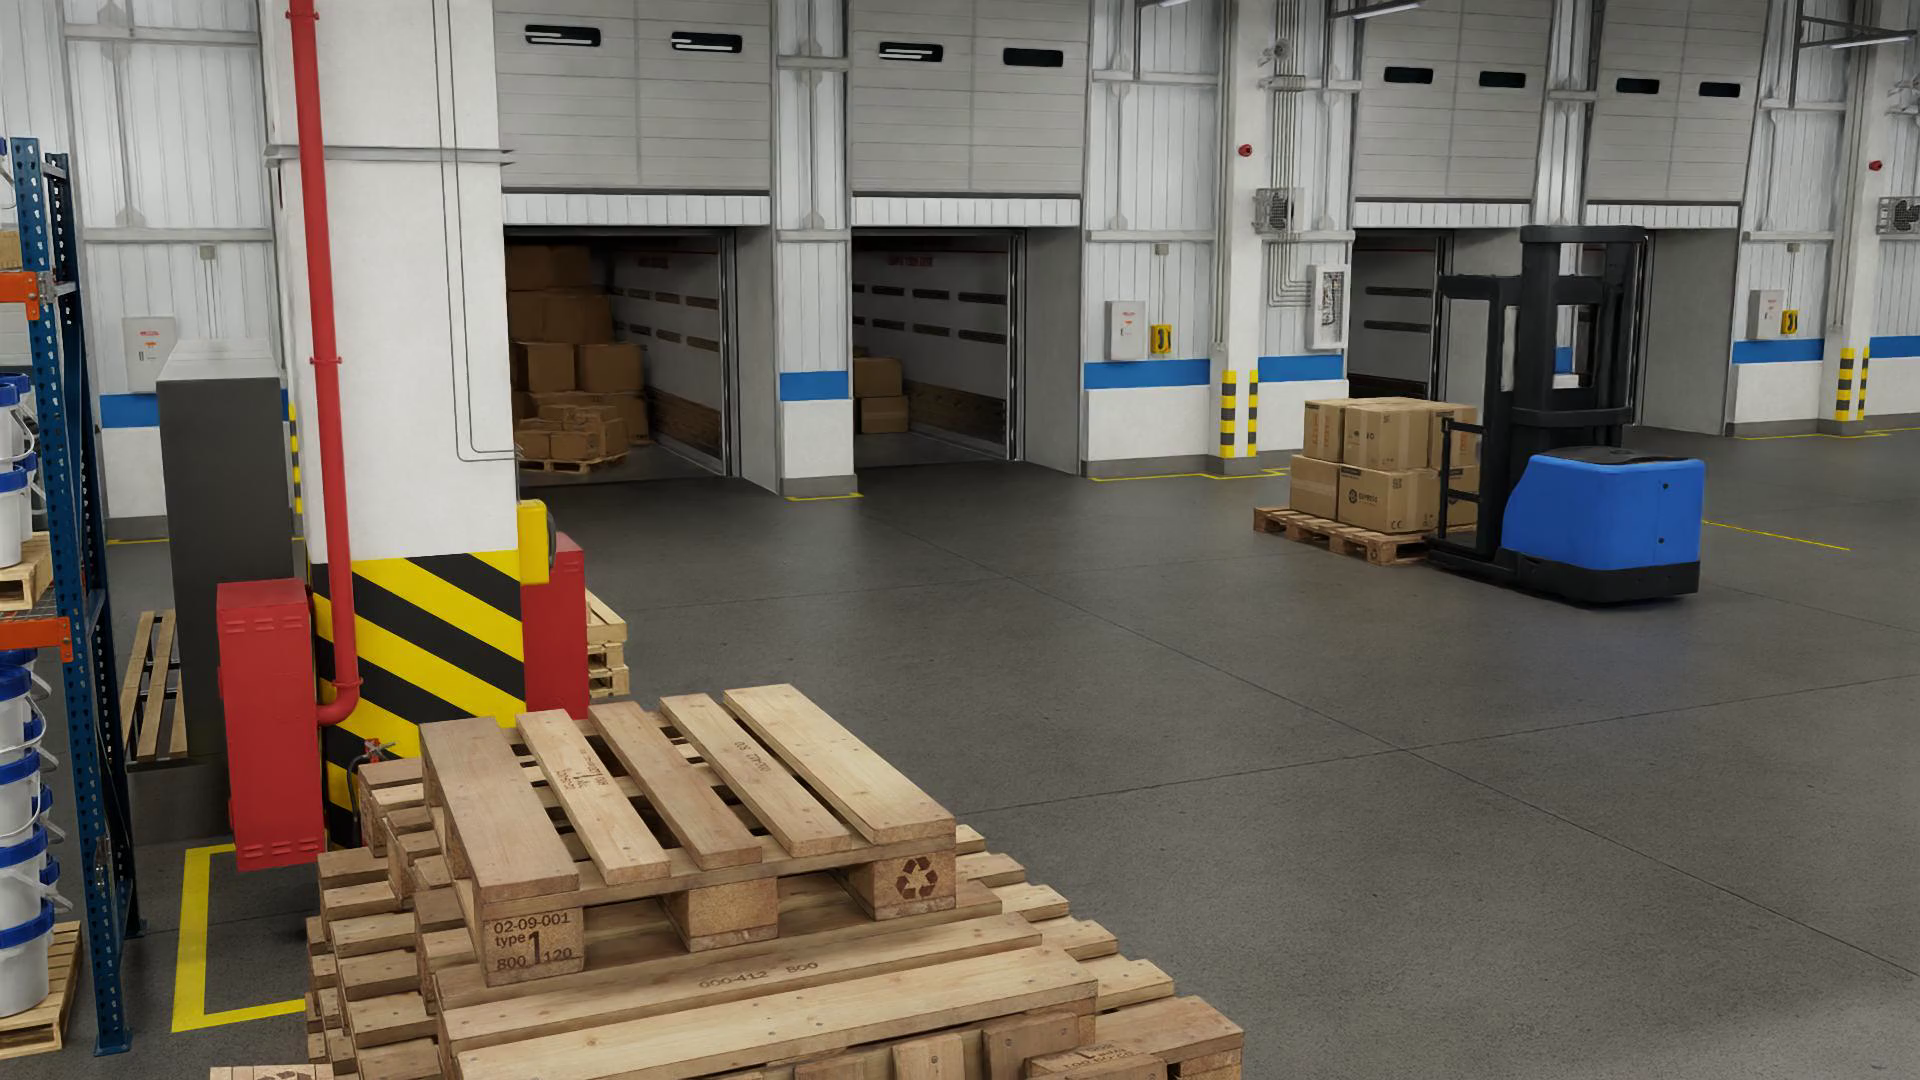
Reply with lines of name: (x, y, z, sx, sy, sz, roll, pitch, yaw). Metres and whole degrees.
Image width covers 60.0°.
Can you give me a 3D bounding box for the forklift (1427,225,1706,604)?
forklift: (4.762, -1.043, 12.937, 1.129, 2.768, 1.873, -4, 11, -23)
